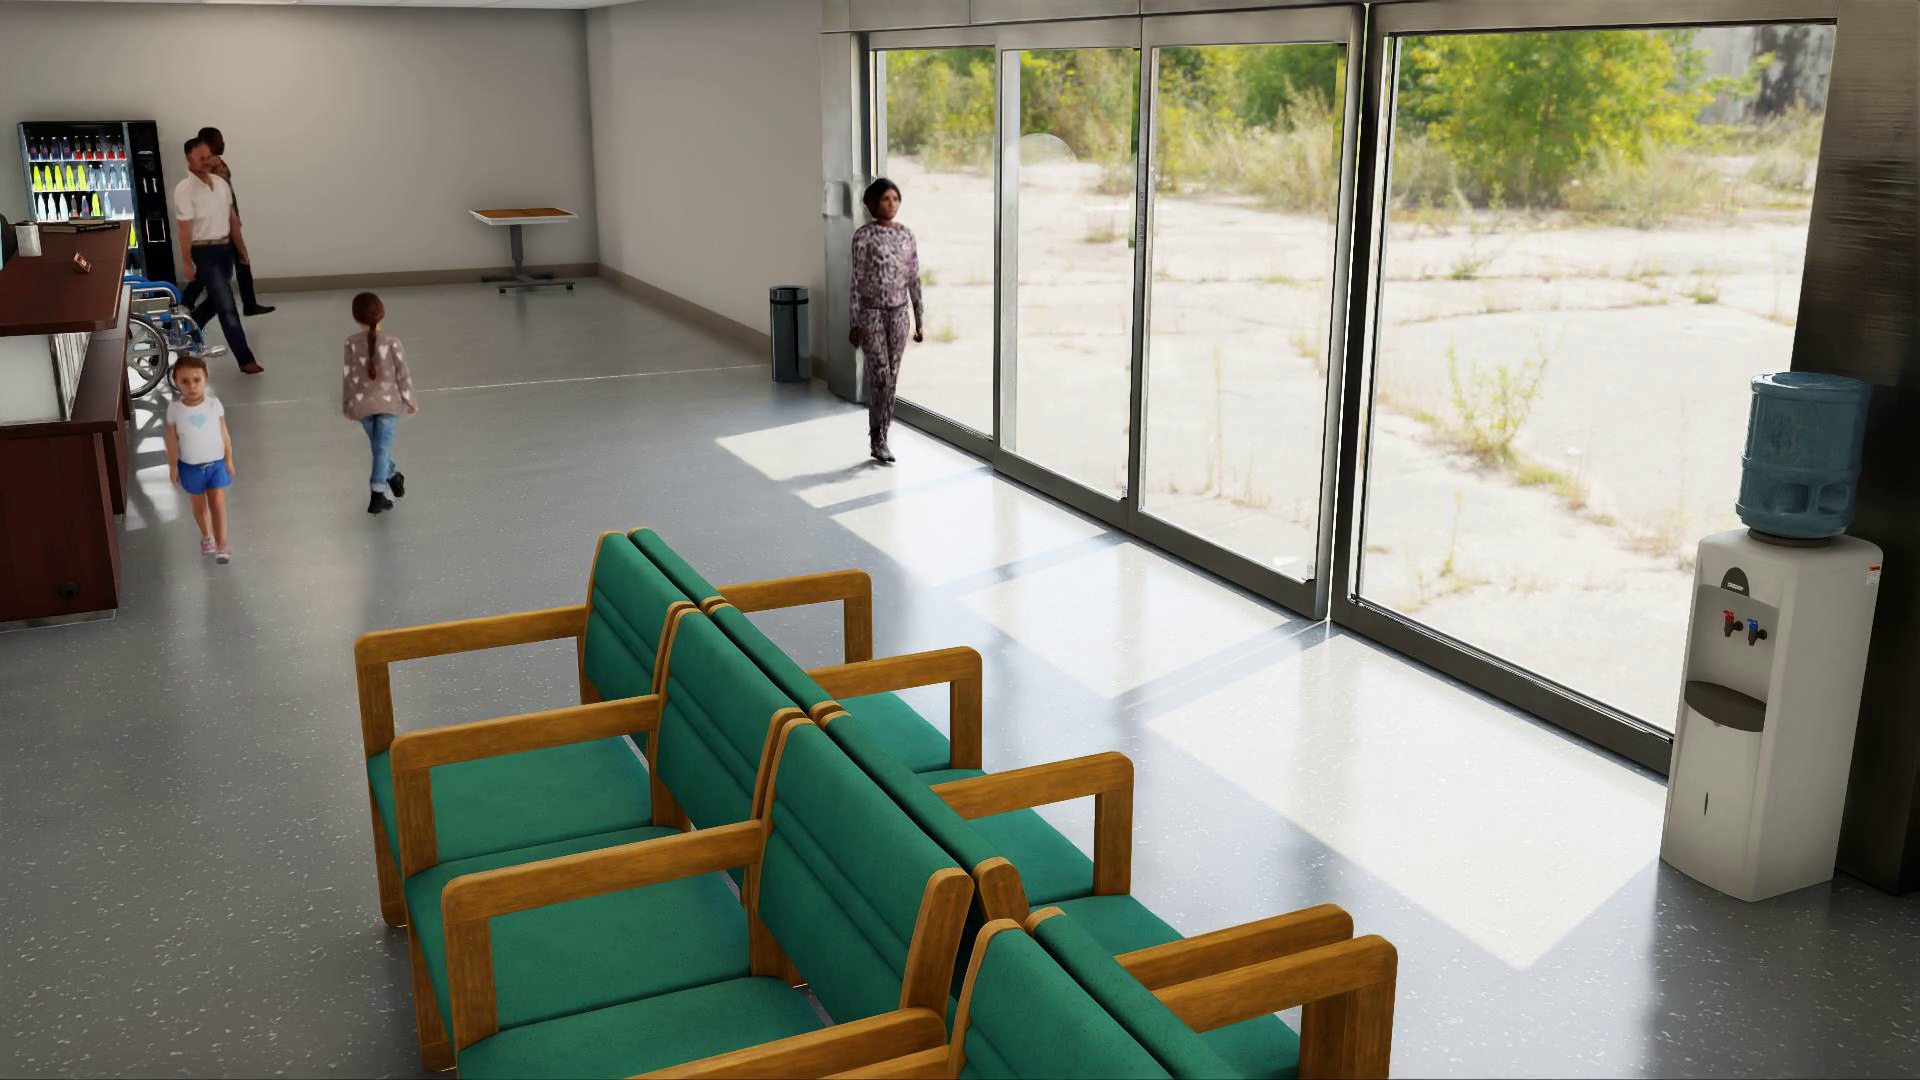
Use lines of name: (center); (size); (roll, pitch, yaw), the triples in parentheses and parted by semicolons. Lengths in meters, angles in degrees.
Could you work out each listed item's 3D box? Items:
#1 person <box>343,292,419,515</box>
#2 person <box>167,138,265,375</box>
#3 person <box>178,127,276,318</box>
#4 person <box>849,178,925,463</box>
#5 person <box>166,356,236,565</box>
person: (-3.135, -0.707, 8.899); (0.792, 1.159, 0.751); (-1, 16, -3)
person: (-5.912, -2.189, 12.962); (1.244, 1.807, 1.207); (5, 17, 17)
person: (-7.027, -2.927, 15.556); (1.066, 1.780, 1.256); (10, 18, 31)
person: (-0.493, -1.318, 10.061); (0.559, 1.704, 0.656); (-8, 18, -26)
person: (-3.676, -0.384, 8.063); (0.656, 0.992, 0.501); (-7, 17, -22)
